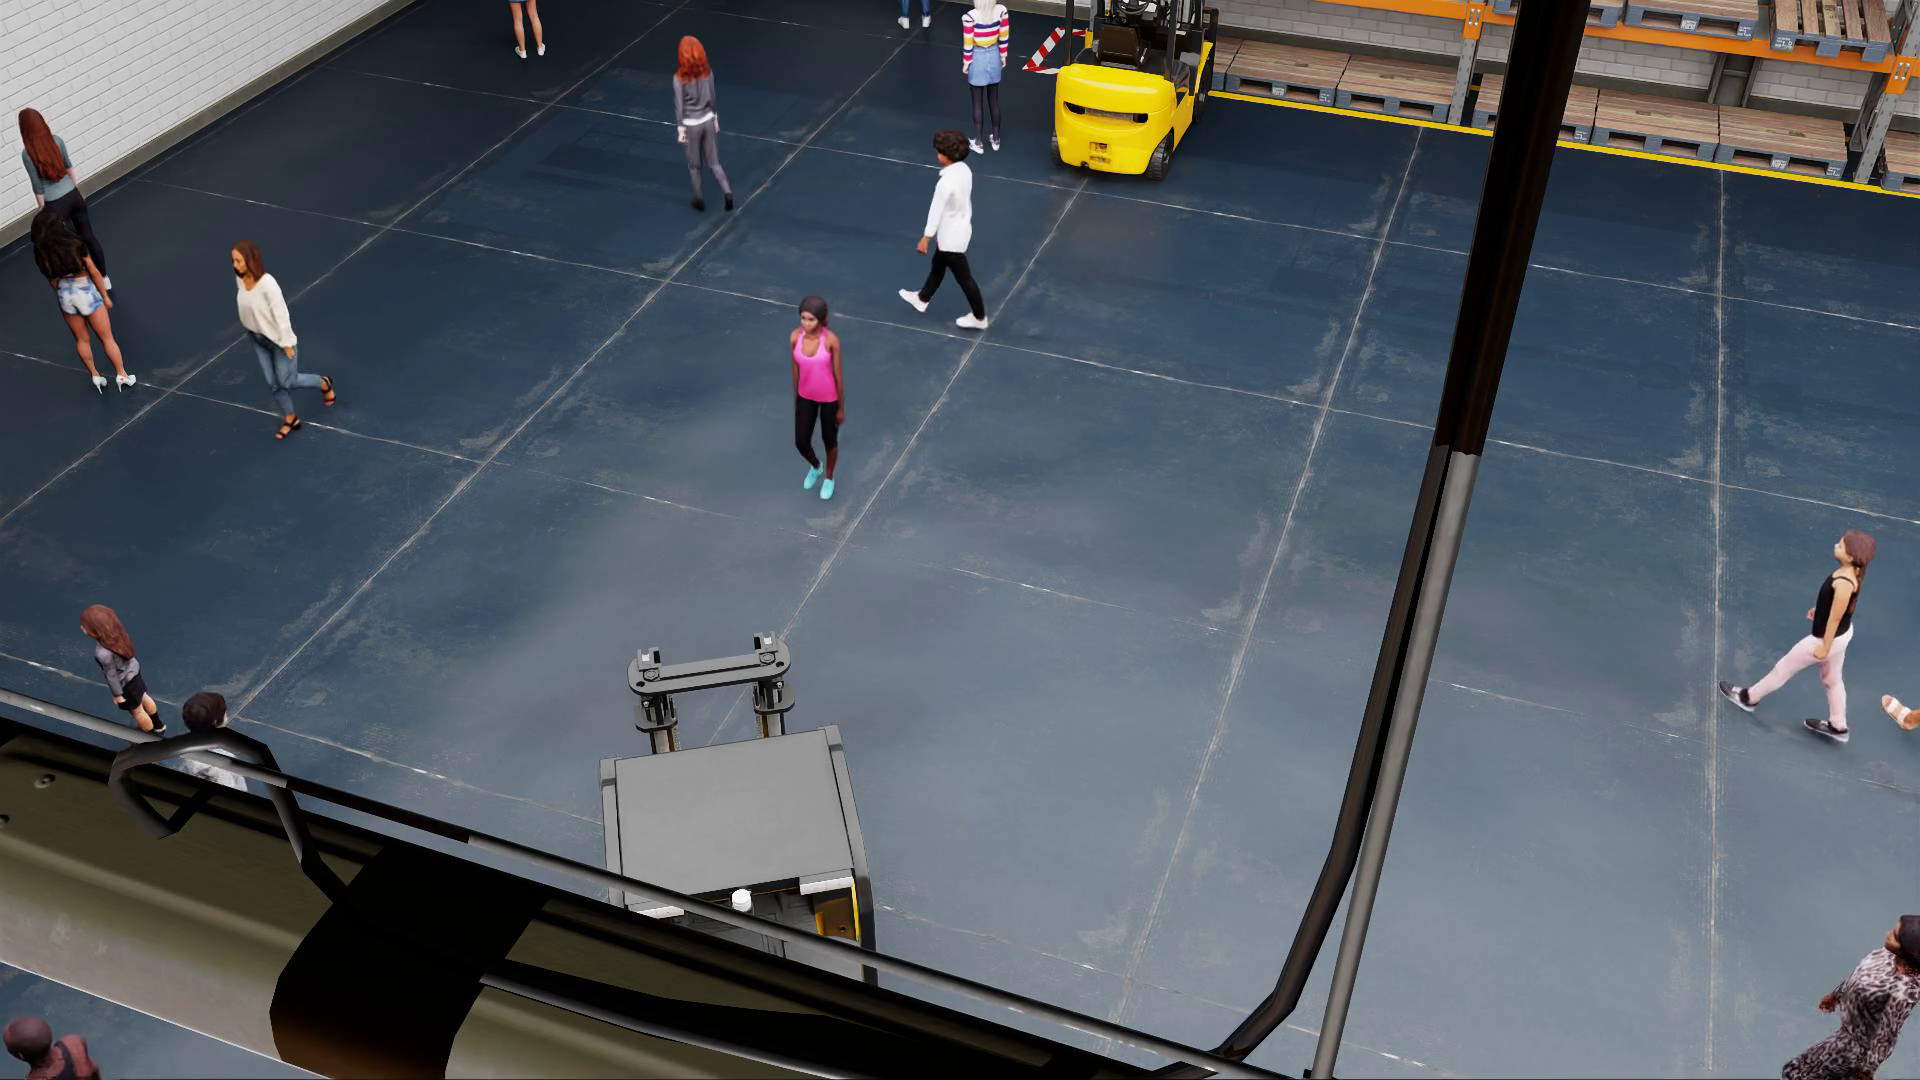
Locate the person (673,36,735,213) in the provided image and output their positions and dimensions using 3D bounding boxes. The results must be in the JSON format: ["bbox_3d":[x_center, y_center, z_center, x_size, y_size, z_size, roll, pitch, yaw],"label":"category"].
[{"bbox_3d":[-2.411,-3.812,15.533,0.870,1.763,1.004,-25,45,-28],"label":"person"}]

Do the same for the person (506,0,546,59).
[{"bbox_3d":[-4.961,-6.251,18.691,0.713,1.632,0.784,-14,41,-17],"label":"person"}]

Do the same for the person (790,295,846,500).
[{"bbox_3d":[-0.995,-1.079,12.152,0.560,1.712,0.663,7,39,9],"label":"person"}]

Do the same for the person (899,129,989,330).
[{"bbox_3d":[0.014,-2.545,13.946,1.077,1.762,0.660,14,41,17],"label":"person"}]

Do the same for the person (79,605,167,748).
[{"bbox_3d":[-5.152,0.831,10.246,0.571,1.105,0.533,-9,40,-11],"label":"person"}]

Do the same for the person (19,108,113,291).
[{"bbox_3d":[-7.783,-2.920,14.432,0.578,1.743,0.600,18,42,21],"label":"person"}]

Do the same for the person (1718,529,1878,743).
[{"bbox_3d":[5.371,0.627,10.168,1.088,1.522,0.805,31,48,33],"label":"person"}]

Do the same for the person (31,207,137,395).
[{"bbox_3d":[-7.002,-1.896,13.243,0.603,1.626,0.702,-2,39,-2],"label":"person"}]

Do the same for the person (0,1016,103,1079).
[{"bbox_3d":[-3.781,2.712,7.408,1.206,1.708,0.683,9,40,12],"label":"person"}]

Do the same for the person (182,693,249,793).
[{"bbox_3d":[-4.082,1.509,9.075,1.039,1.506,1.028,-20,43,-23],"label":"person"}]

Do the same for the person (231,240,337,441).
[{"bbox_3d":[-5.224,-1.572,12.805,0.816,1.666,0.784,21,43,25],"label":"person"}]

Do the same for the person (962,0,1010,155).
[{"bbox_3d":[0.254,-4.780,16.708,0.703,1.809,0.772,-15,41,-18],"label":"person"}]

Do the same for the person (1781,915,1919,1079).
[{"bbox_3d":[4.330,2.377,7.833,0.702,1.702,0.641,22,44,25],"label":"person"}]

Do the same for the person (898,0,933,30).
[{"bbox_3d":[-0.557,-6.869,19.328,0.681,1.805,0.817,-6,39,-7],"label":"person"}]
